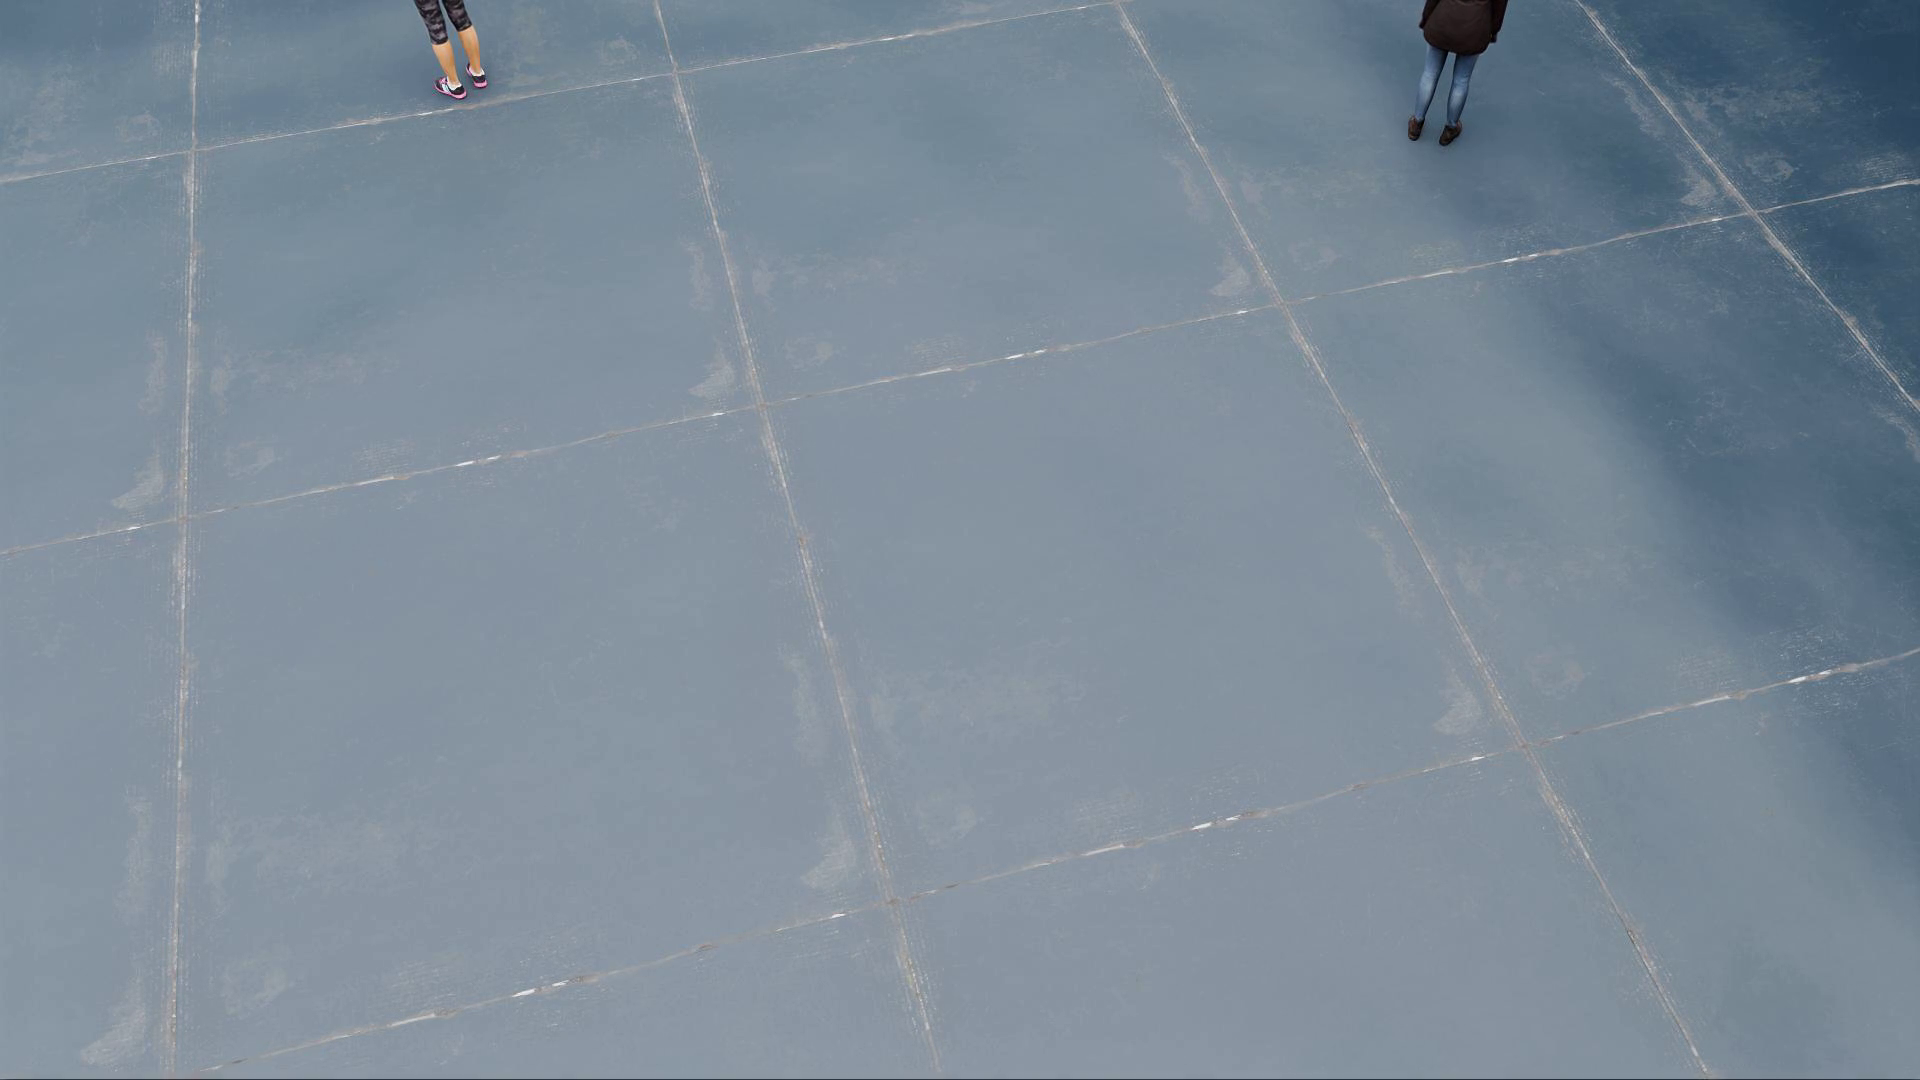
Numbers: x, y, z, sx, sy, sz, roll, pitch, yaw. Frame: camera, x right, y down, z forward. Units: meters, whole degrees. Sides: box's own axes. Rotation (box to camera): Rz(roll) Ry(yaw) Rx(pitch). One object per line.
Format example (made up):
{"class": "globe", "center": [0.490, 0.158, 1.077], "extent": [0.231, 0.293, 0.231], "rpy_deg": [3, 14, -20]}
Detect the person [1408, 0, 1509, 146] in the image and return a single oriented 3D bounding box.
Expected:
{"class": "person", "center": [2.926, -3.039, 9.717], "extent": [0.744, 1.636, 0.782], "rpy_deg": [17, 54, 13]}

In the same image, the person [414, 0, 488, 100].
{"class": "person", "center": [-3.176, -3.434, 9.964], "extent": [0.655, 1.729, 0.674], "rpy_deg": [-34, 60, -23]}
